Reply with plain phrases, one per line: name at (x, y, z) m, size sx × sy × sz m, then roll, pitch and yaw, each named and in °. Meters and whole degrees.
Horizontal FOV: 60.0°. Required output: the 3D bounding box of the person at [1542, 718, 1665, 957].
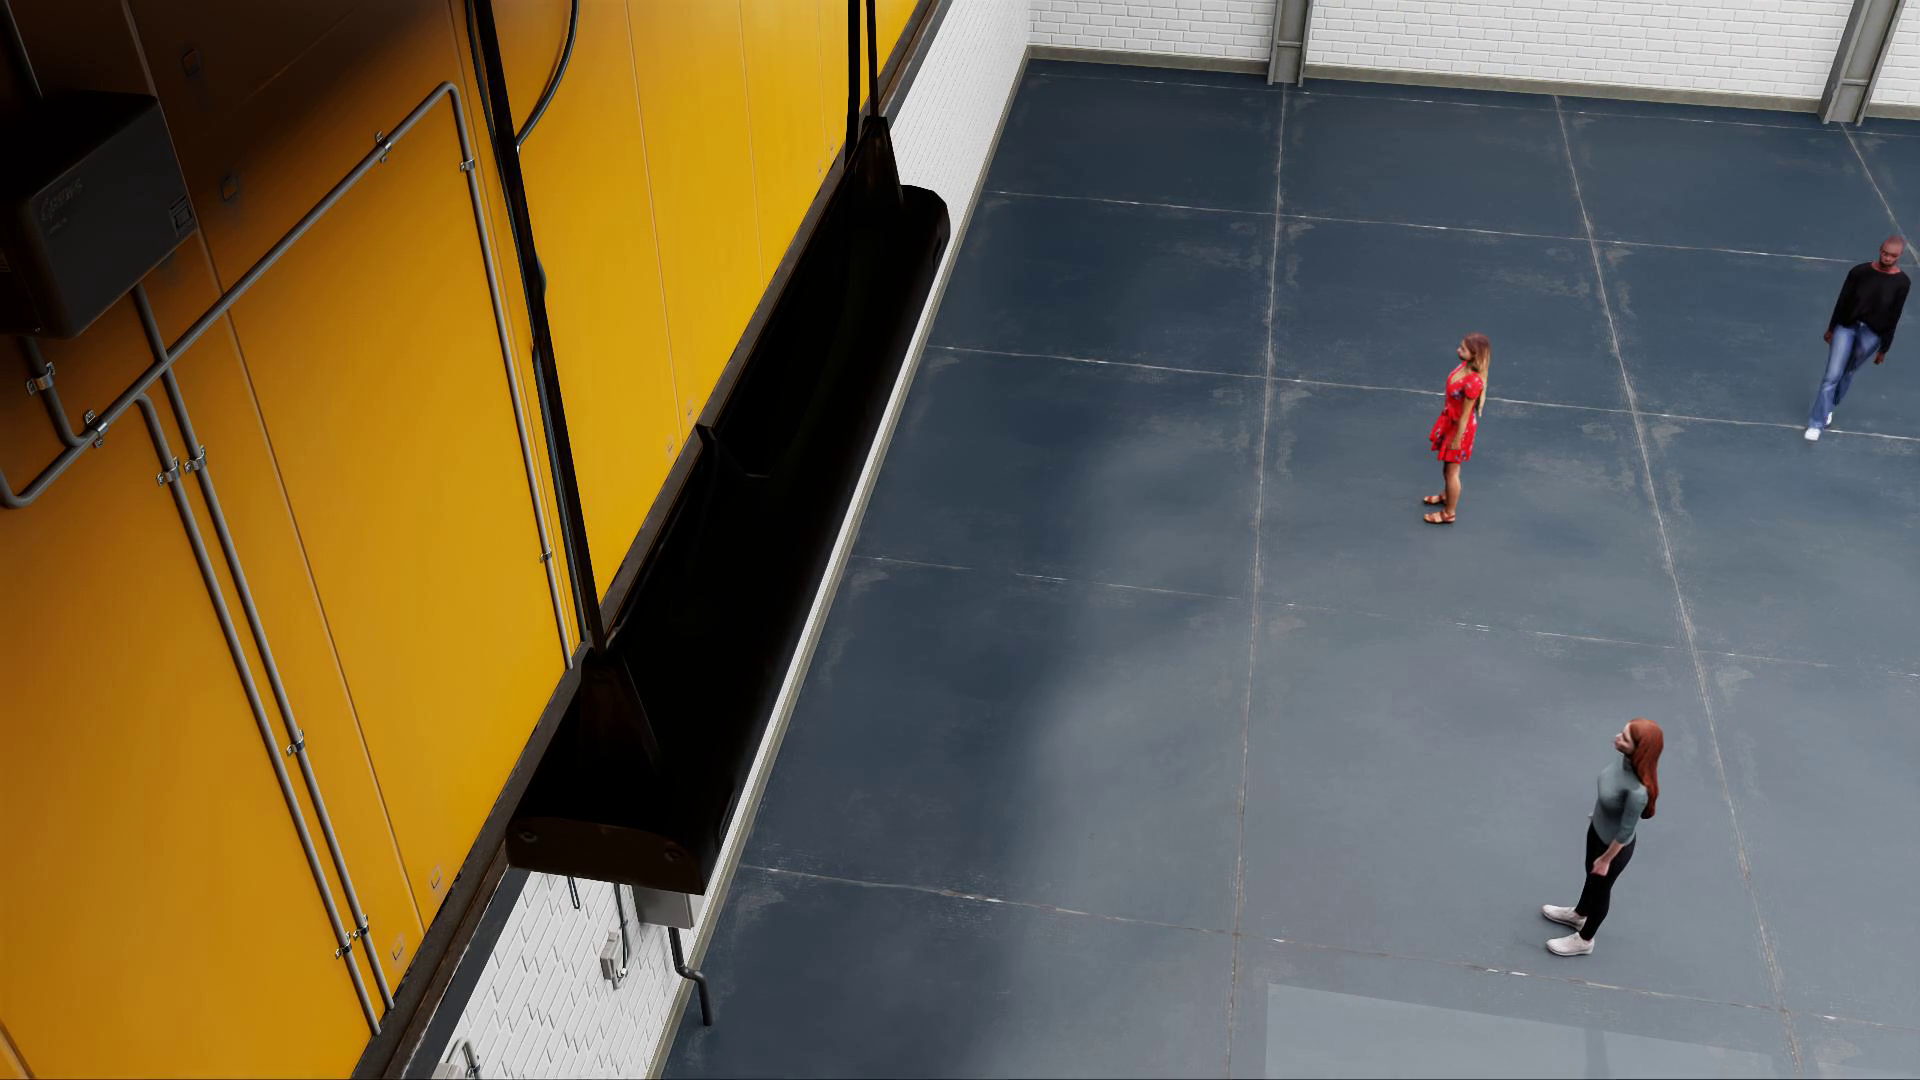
person at (3.520, 1.613, 9.020) m, size 0.549 × 1.742 × 0.587 m, roll 9°, pitch 39°, yaw 11°

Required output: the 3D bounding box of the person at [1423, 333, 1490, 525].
person at (3.669, -0.829, 12.201) m, size 0.529 × 1.590 × 0.564 m, roll 7°, pitch 39°, yaw 9°

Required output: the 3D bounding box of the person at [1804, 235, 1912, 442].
person at (7.102, -1.663, 13.135) m, size 0.971 × 1.726 × 0.846 m, roll 17°, pitch 42°, yaw 20°
